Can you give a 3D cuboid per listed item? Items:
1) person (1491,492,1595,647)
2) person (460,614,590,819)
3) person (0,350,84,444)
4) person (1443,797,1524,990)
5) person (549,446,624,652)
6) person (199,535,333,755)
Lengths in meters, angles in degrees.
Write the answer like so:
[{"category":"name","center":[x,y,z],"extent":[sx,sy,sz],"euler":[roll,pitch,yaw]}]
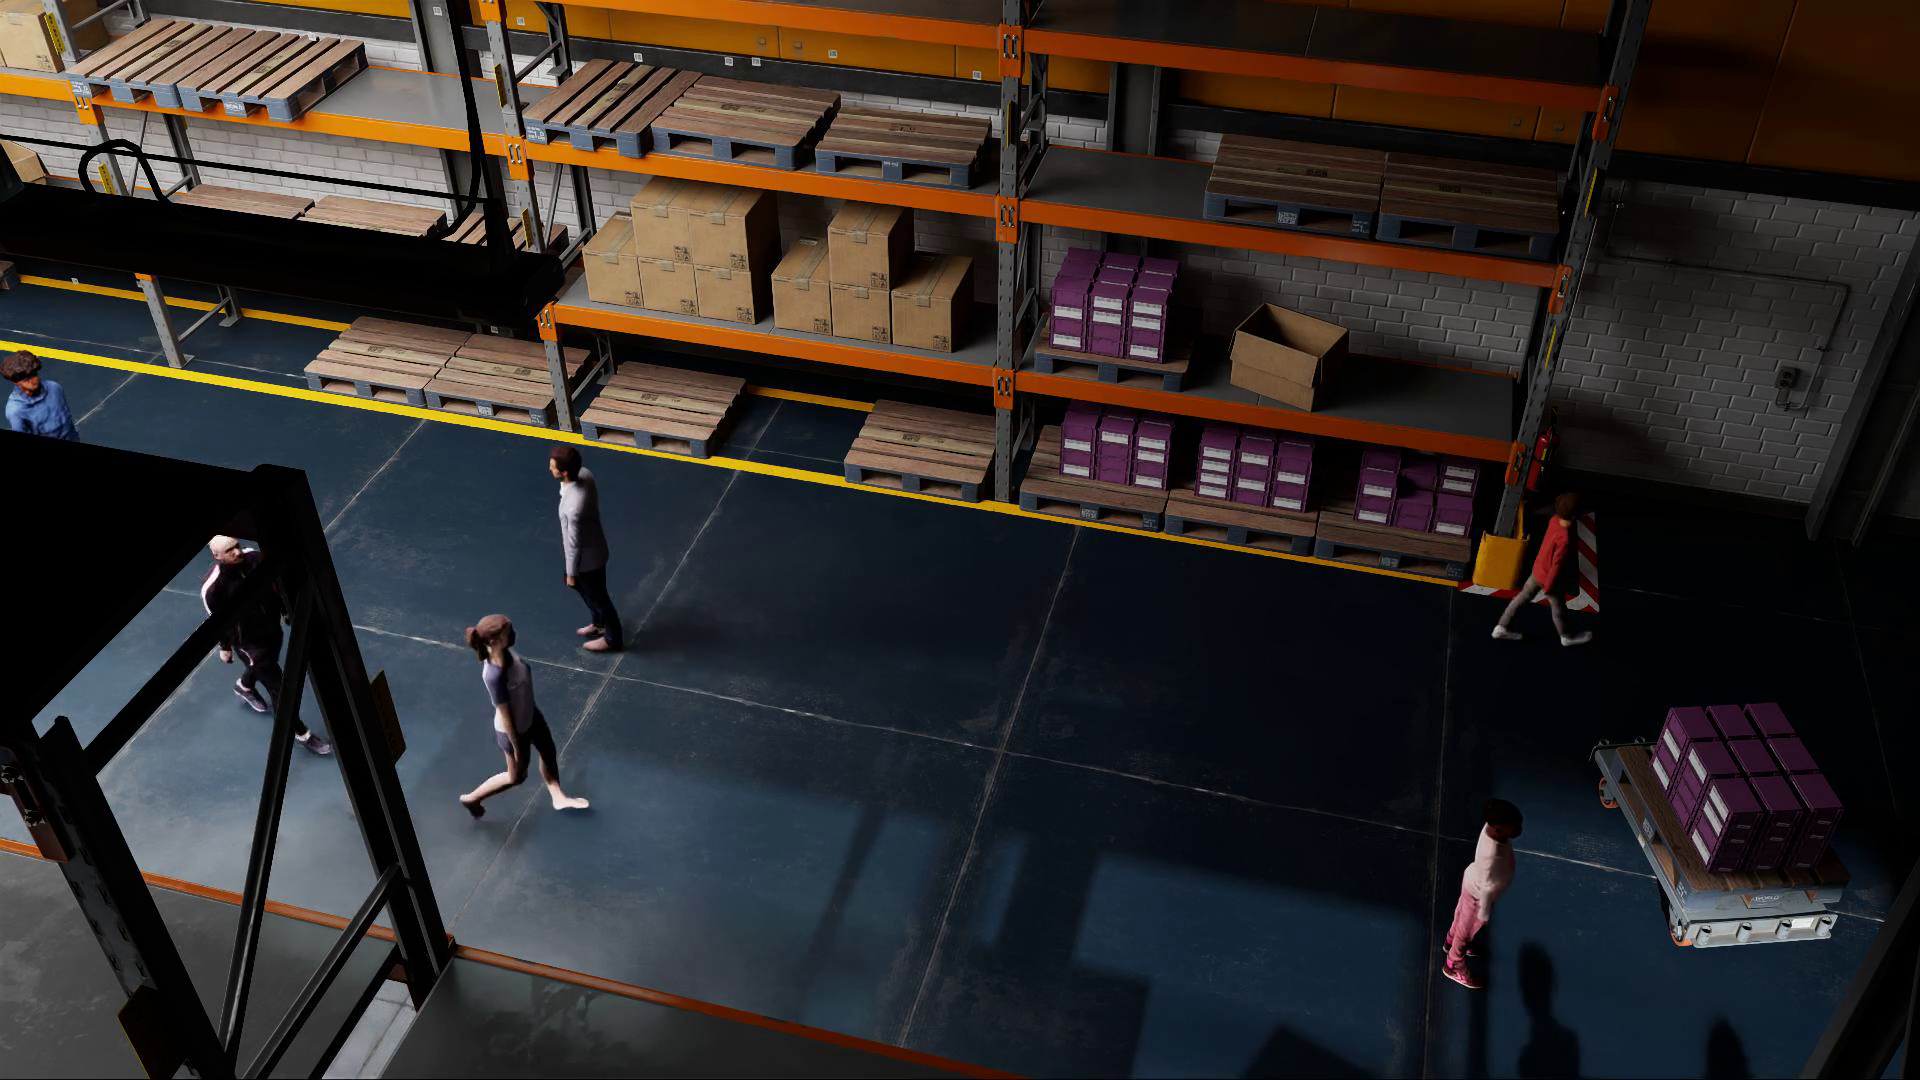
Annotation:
[{"category":"person","center":[4.246,0.241,12.191],"extent":[0.992,1.382,0.691],"euler":[0,39,0]},{"category":"person","center":[-2.929,1.192,10.712],"extent":[1.097,1.742,0.780],"euler":[-2,39,-3]},{"category":"person","center":[-7.175,-0.719,13.072],"extent":[1.075,1.783,0.853],"euler":[19,42,22]},{"category":"person","center":[3.097,2.051,9.877],"extent":[0.508,1.442,0.551],"euler":[12,40,14]},{"category":"person","center":[-2.613,0.077,12.030],"extent":[0.766,1.839,0.794],"euler":[-3,39,-4]},{"category":"person","center":[-4.875,0.636,11.363],"extent":[1.253,1.799,0.834],"euler":[16,41,19]}]
